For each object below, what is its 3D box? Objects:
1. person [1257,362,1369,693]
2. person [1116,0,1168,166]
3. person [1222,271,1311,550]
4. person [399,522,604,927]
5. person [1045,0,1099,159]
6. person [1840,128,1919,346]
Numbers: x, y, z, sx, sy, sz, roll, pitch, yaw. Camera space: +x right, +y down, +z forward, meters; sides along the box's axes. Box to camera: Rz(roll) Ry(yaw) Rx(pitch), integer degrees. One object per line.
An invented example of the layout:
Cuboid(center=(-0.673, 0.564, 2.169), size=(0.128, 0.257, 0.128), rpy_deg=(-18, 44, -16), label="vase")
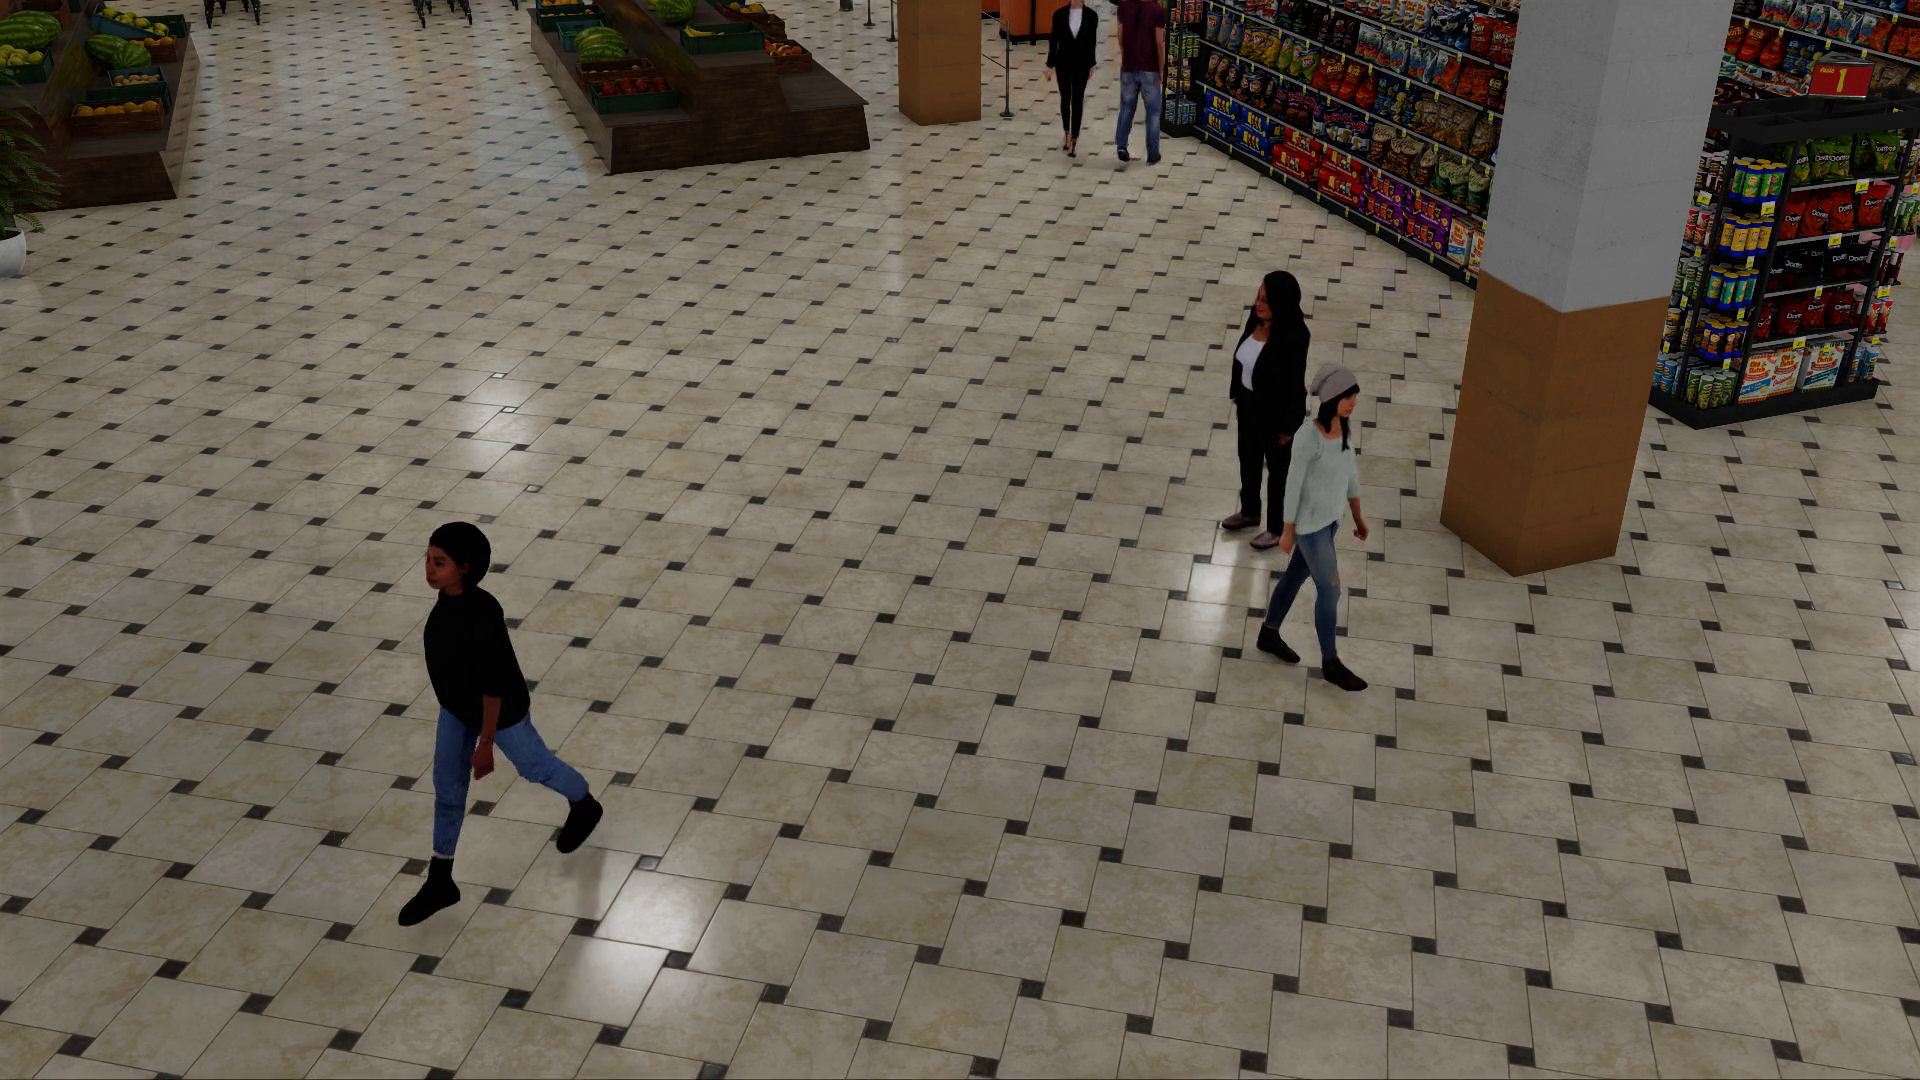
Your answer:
Cuboid(center=(1.664, -0.115, 8.110), size=(0.989, 1.623, 0.834), rpy_deg=(22, 36, 35), label="person")
Cuboid(center=(1.688, -4.505, 15.938), size=(0.900, 1.827, 0.966), rpy_deg=(14, 32, 24), label="person")
Cuboid(center=(1.728, -0.736, 9.256), size=(0.755, 1.614, 0.628), rpy_deg=(-17, 33, -28), label="person")
Cuboid(center=(-1.795, 0.677, 6.632), size=(1.170, 1.649, 1.043), rpy_deg=(21, 35, 33), label="person")
Cuboid(center=(1.107, -4.638, 16.347), size=(0.895, 1.669, 1.047), rpy_deg=(5, 29, 9), label="person")
Cuboid(center=(6.616, -2.259, 11.850), size=(0.632, 1.803, 0.533), rpy_deg=(-7, 29, -13), label="person")
